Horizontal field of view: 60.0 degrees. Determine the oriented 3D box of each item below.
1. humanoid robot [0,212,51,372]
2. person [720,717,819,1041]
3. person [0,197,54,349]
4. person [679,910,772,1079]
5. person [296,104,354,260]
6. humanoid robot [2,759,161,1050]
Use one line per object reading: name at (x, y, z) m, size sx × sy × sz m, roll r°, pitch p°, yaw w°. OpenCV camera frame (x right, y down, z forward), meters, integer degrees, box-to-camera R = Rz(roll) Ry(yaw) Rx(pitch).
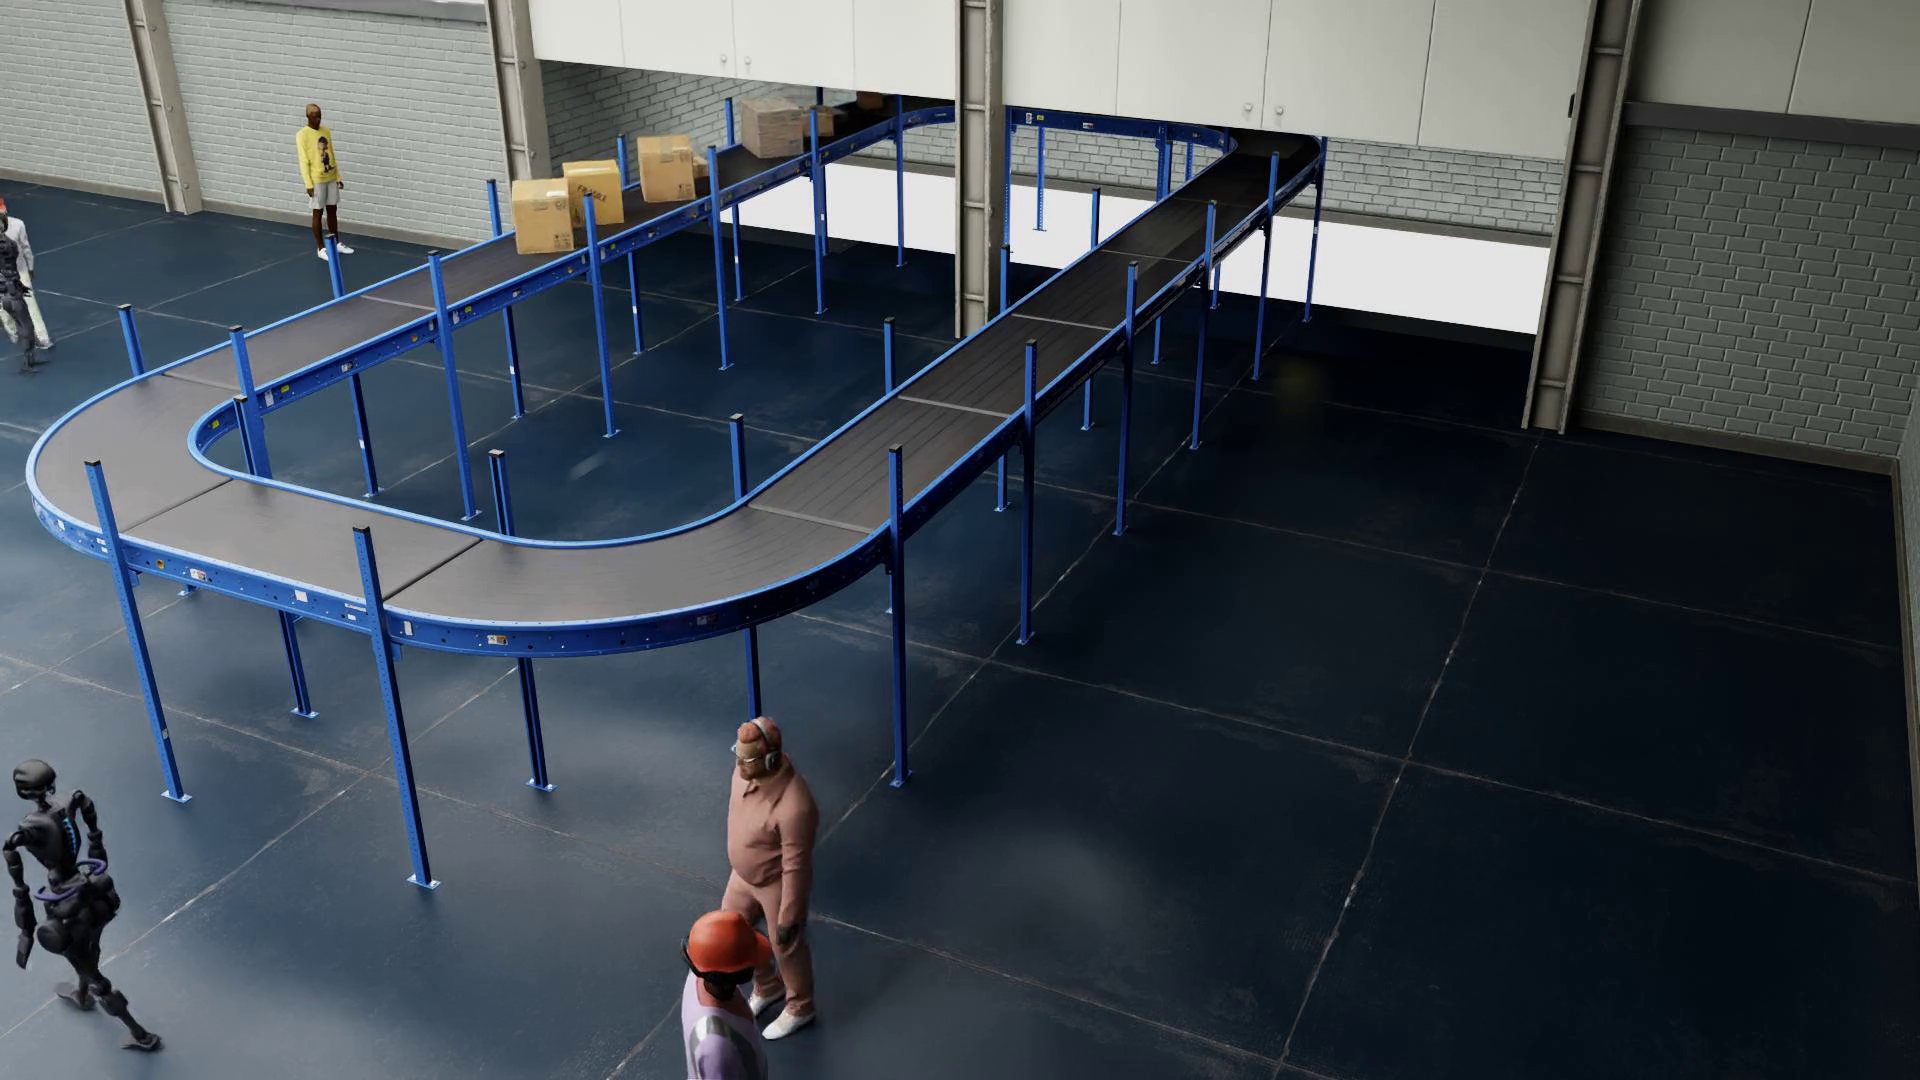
humanoid robot at (-9.696, -2.562, 17.050) m, size 0.327 × 1.654 × 0.588 m, roll -11°, pitch 28°, yaw -21°
person at (-0.974, 1.701, 8.224) m, size 0.532 × 1.887 × 0.672 m, roll -18°, pitch 31°, yaw -31°
person at (-10.086, -2.854, 17.617) m, size 0.568 × 1.695 × 0.879 m, roll -21°, pitch 33°, yaw -36°
person at (-0.914, 2.338, 6.773) m, size 0.374 × 2.044 × 0.604 m, roll -6°, pitch 27°, yaw -13°
person at (-7.903, -4.447, 20.604) m, size 0.376 × 1.900 × 0.543 m, roll 12°, pitch 29°, yaw 23°
humanoid robot at (-4.463, 1.816, 8.289) m, size 0.784 × 1.628 × 0.604 m, roll 9°, pitch 28°, yaw 17°
